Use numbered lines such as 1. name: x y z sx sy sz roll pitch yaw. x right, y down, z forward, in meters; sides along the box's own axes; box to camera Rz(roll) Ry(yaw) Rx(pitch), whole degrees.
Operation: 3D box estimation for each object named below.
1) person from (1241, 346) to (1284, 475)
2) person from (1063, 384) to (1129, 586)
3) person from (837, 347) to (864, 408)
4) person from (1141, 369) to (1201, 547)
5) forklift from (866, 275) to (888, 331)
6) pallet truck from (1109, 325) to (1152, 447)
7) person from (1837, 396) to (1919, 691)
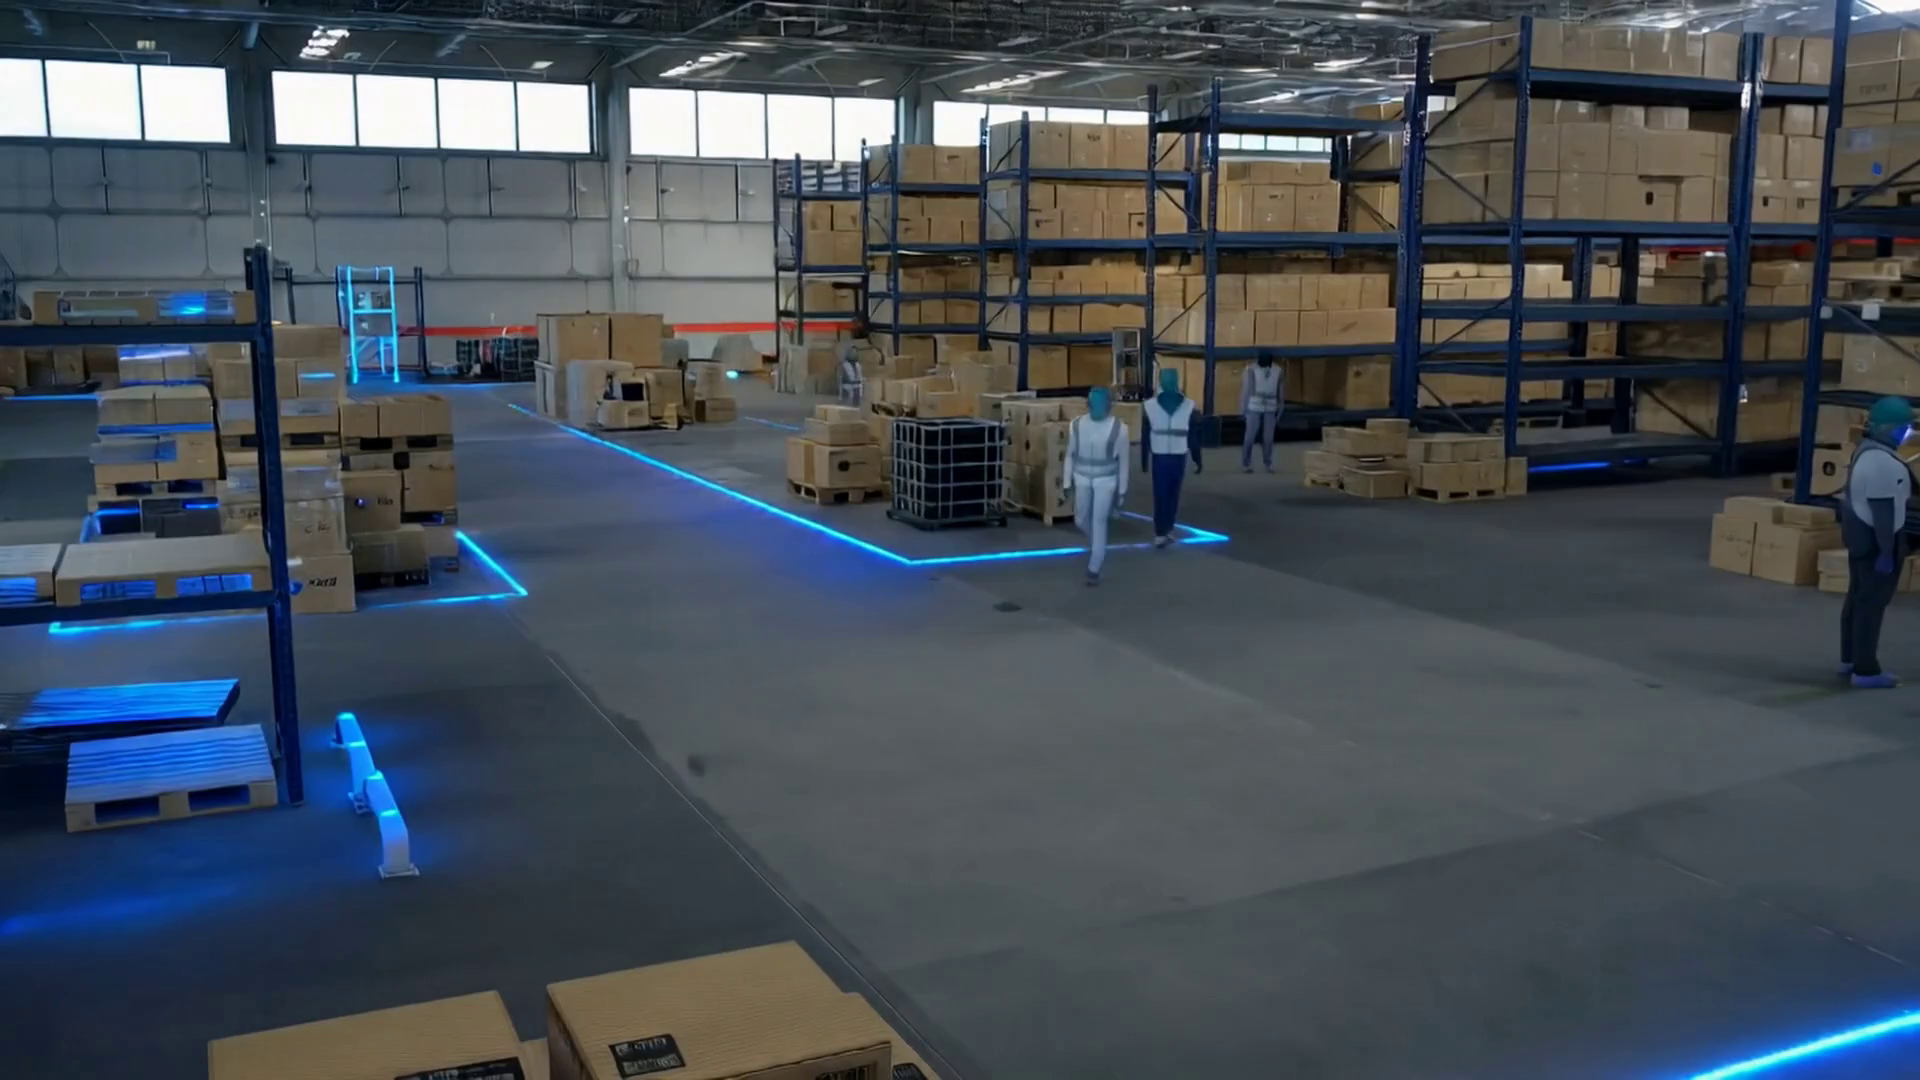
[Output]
1. person: 4.325 -1.843 23.738 0.624 1.845 0.430 -1 9 -4
2. person: 1.293 -0.533 15.553 0.597 1.866 0.724 4 10 21
3. person: -1.926 -2.515 28.639 0.516 1.611 0.742 -8 12 -39
4. person: 2.230 -0.868 17.589 0.618 1.865 0.982 0 9 1
5. forklift: -2.198 -5.541 43.462 1.873 2.768 1.129 -4 10 -25
6. pallet truck: 2.881 -2.596 27.923 0.823 1.965 1.885 -1 9 -7
7. person: 6.458 0.010 11.625 0.539 2.000 0.689 3 10 16
